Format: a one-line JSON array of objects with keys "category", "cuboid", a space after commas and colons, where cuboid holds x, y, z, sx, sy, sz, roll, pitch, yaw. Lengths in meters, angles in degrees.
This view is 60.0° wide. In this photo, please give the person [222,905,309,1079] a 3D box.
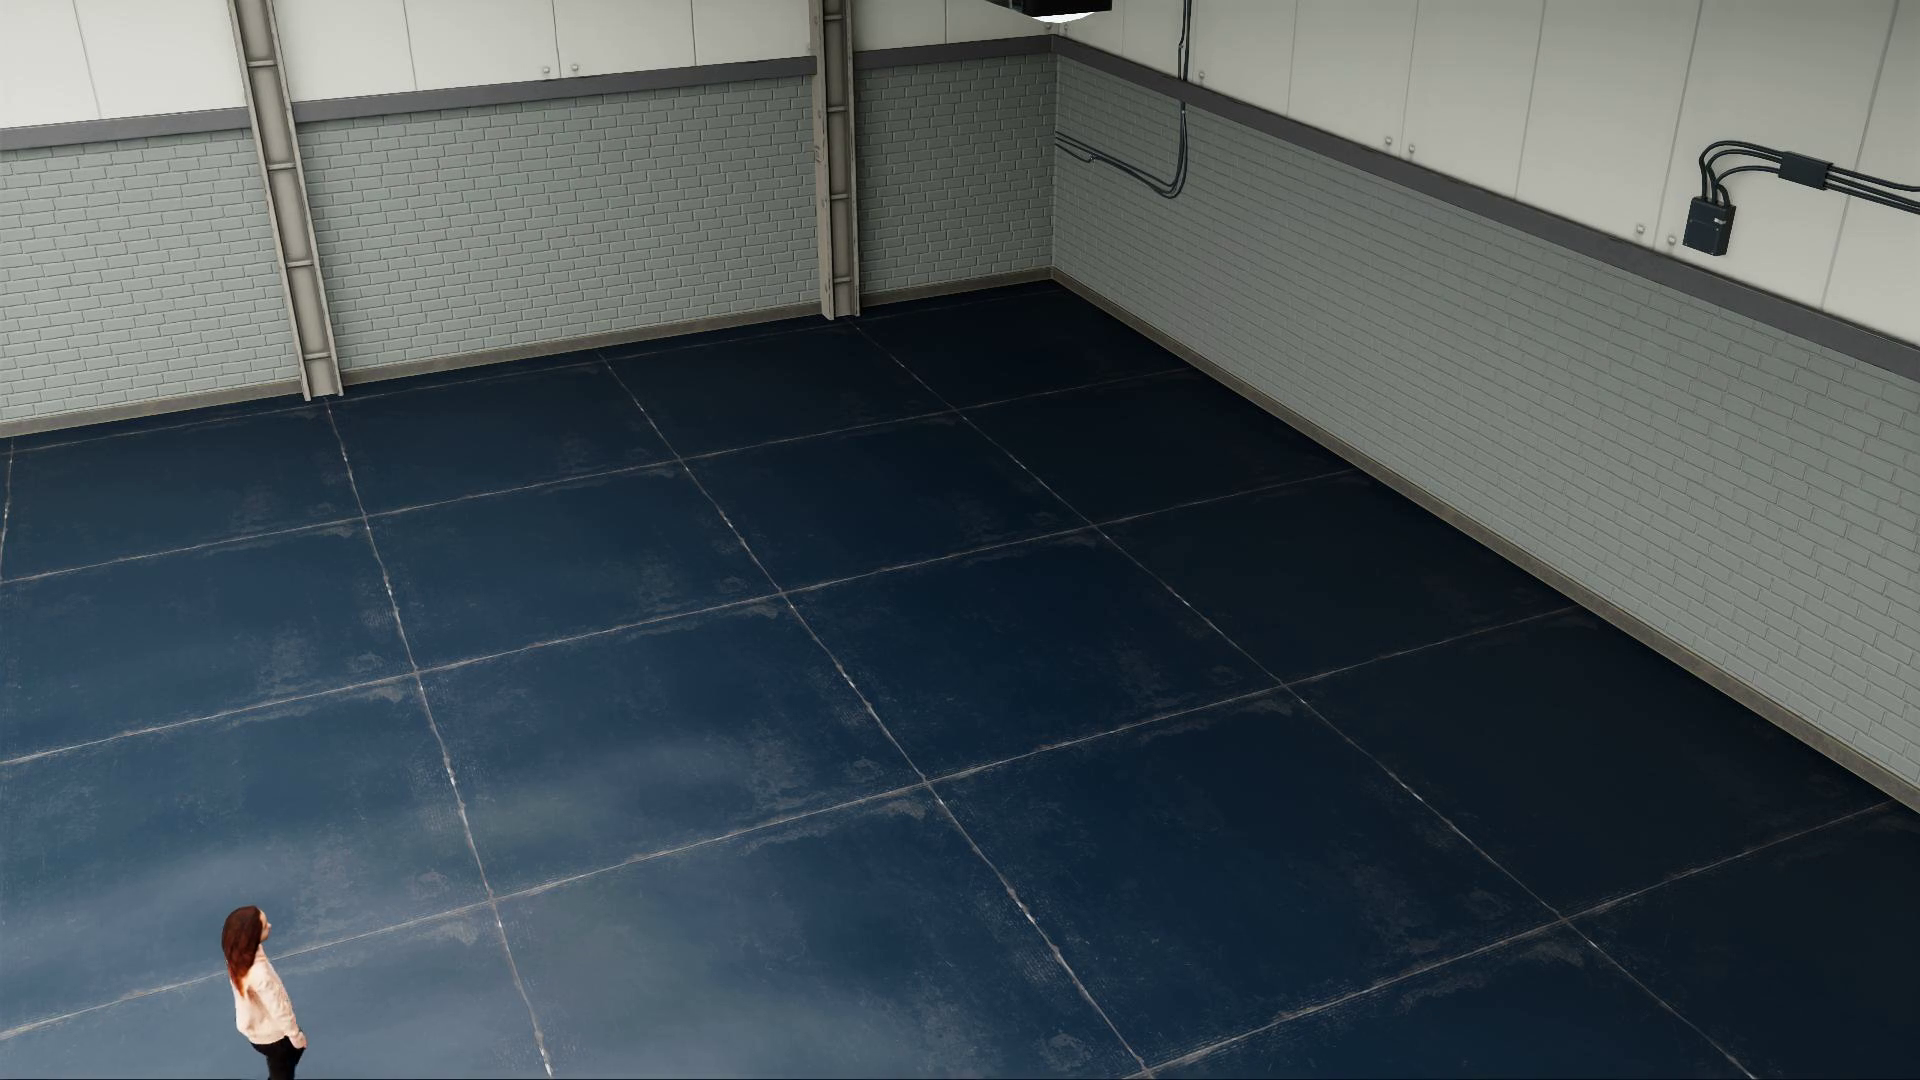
[{"category": "person", "cuboid": [-3.571, 2.490, 8.452, 0.614, 1.475, 0.608, -18, 32, -31]}]
